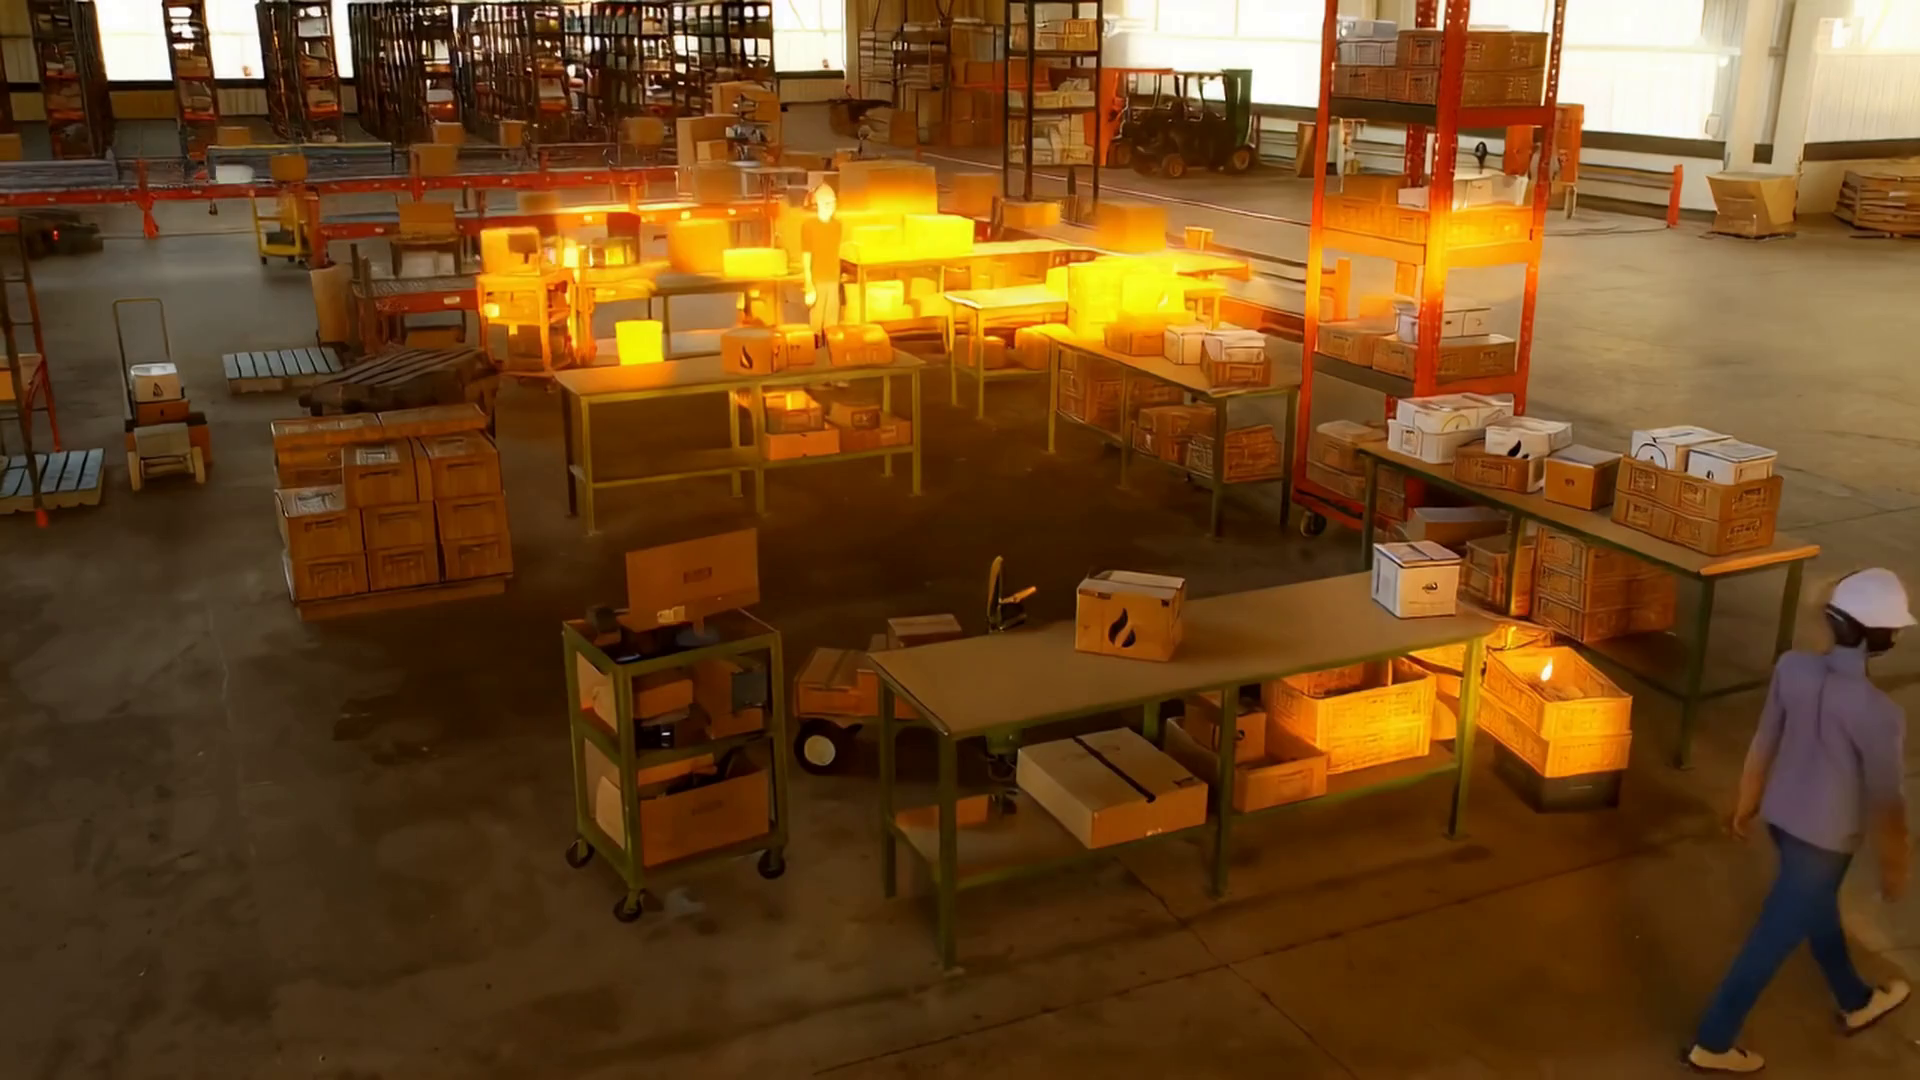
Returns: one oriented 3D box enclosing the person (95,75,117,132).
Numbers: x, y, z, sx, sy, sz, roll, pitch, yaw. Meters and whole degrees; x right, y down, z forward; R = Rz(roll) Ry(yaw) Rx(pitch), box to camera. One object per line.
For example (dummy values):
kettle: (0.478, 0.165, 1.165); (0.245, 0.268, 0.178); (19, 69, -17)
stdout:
person: (-24.989, -12.697, 48.093); (0.928, 1.781, 0.608); (-12, 21, -32)

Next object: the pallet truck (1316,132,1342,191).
pallet truck: (7.723, -7.504, 32.656); (1.601, 1.201, 0.680); (-8, 19, -23)

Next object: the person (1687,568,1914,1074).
person: (2.813, 0.914, 5.319); (0.911, 1.716, 0.548); (-3, 18, -10)

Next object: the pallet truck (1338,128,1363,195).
pallet truck: (7.845, -7.140, 31.411); (1.522, 1.261, 0.704); (-9, 20, -25)

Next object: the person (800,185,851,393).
person: (-1.231, -2.302, 15.226); (0.328, 1.872, 0.509); (13, 22, 35)

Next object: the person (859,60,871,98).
person: (-2.881, -13.590, 50.609); (0.400, 1.986, 0.608); (-6, 18, -17)

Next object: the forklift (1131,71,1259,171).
forklift: (4.998, -8.936, 35.413); (2.680, 1.987, 1.157); (-9, 20, -25)

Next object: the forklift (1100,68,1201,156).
forklift: (4.082, -9.564, 37.410); (2.680, 1.987, 1.157); (-8, 19, -23)

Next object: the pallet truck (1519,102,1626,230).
pallet truck: (9.972, -6.037, 26.785); (1.885, 1.965, 0.823); (-9, 20, -25)

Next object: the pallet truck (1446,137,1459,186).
pallet truck: (9.184, -6.485, 29.328); (1.630, 1.274, 0.653); (-8, 19, -23)

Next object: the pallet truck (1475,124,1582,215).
pallet truck: (9.707, -6.455, 28.103); (1.885, 1.965, 0.823); (-7, 19, -20)
